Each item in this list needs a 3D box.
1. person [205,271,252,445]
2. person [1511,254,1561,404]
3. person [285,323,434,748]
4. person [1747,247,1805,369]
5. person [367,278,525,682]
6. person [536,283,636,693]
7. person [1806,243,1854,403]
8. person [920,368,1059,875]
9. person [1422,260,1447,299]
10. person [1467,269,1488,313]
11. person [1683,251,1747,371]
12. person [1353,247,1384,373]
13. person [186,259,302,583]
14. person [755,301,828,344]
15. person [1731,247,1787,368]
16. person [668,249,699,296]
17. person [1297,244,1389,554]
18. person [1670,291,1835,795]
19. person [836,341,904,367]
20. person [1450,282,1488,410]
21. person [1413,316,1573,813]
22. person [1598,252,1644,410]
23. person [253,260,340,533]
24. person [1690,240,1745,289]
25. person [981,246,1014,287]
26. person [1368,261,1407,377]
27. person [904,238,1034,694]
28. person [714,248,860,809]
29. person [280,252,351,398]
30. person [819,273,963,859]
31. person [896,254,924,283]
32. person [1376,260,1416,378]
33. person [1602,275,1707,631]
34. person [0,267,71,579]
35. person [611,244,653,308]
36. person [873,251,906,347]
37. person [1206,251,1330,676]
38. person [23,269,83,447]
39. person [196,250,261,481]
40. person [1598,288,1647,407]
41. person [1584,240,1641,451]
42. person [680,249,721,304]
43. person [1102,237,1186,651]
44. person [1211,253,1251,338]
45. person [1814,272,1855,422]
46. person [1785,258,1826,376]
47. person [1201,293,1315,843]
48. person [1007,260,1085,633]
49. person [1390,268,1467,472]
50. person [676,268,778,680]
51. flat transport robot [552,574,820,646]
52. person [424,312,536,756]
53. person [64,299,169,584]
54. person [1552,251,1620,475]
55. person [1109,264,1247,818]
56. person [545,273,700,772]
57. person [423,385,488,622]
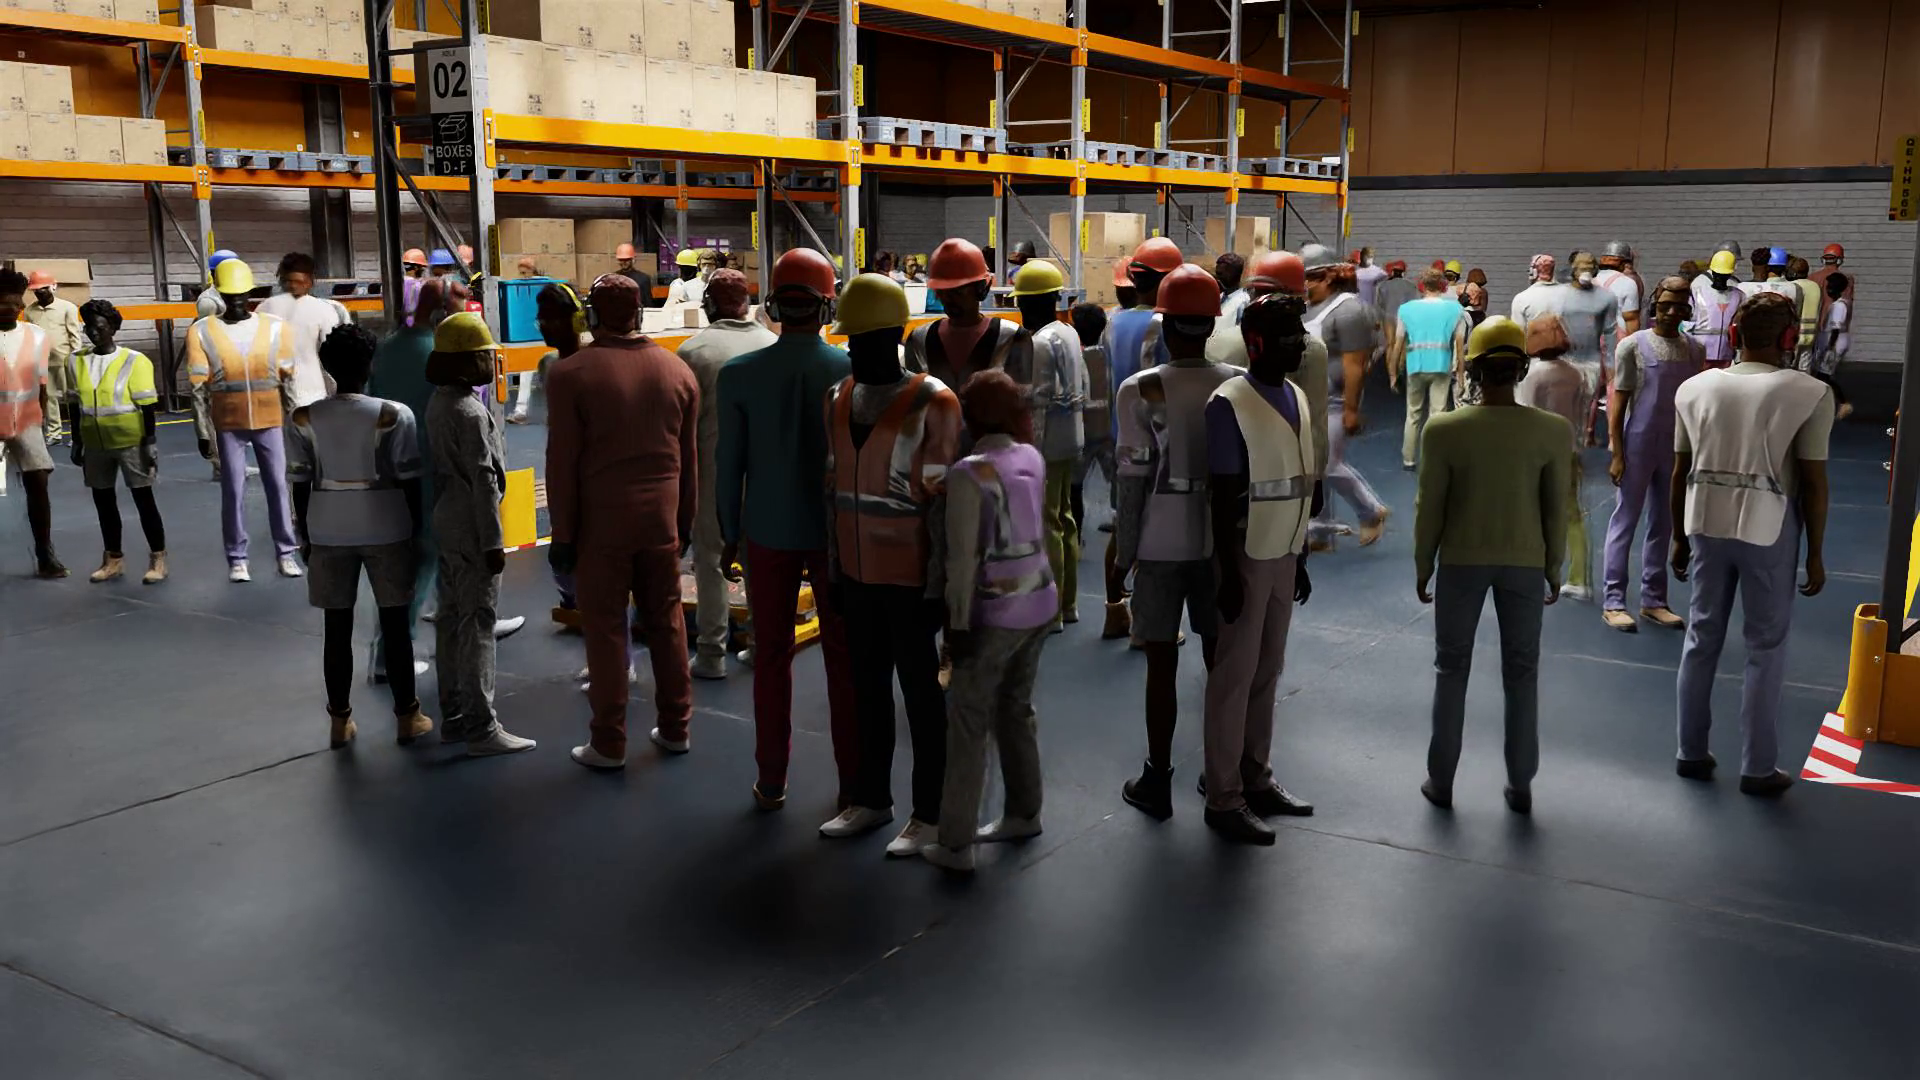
[{"bbox_3d":[-7.203,-1.774,16.307,0.311,1.736,0.484,9,14,42],"label":"person"},{"bbox_3d":[5.049,-1.531,14.529,0.652,1.899,0.400,-2,10,-12],"label":"person"},{"bbox_3d":[-2.387,-0.009,6.633,0.533,1.697,0.319,-1,10,-6],"label":"person"},{"bbox_3d":[7.947,-1.884,16.324,0.604,1.949,0.389,-2,10,-10],"label":"person"},{"bbox_3d":[-2.447,-0.295,7.821,0.724,1.843,0.920,8,13,39],"label":"person"},{"bbox_3d":[-1.662,-0.230,7.484,0.536,1.838,0.526,9,13,40],"label":"person"},{"bbox_3d":[10.798,-2.696,20.734,0.409,1.986,0.622,-7,12,-33],"label":"person"},{"bbox_3d":[0.115,0.252,5.428,0.368,1.607,0.536,7,12,33],"label":"person"},{"bbox_3d":[7.098,-3.270,24.613,0.574,1.727,0.448,-3,11,-19],"label":"person"},{"bbox_3d":[7.054,-2.891,22.773,0.284,1.633,0.501,9,13,40],"label":"person"},{"bbox_3d":[7.039,-1.726,15.537,0.584,1.918,0.381,0,10,-1],"label":"person"},{"bbox_3d":[6.103,-3.498,25.358,0.712,1.916,0.574,1,10,4],"label":"person"},{"bbox_3d":[-4.230,-0.702,9.877,0.596,1.912,0.399,-6,12,-31],"label":"person"},{"bbox_3d":[-1.236,-1.168,12.426,0.594,1.922,0.386,4,11,21],"label":"person"},{"bbox_3d":[7.796,-1.885,16.344,0.385,1.949,0.602,-8,13,-37],"label":"person"},{"bbox_3d":[-3.025,-2.248,18.434,0.398,1.918,0.588,1,10,4],"label":"person"},{"bbox_3d":[2.337,-0.907,10.654,0.654,2.000,0.693,-3,11,-17],"label":"person"},{"bbox_3d":[2.874,0.015,6.114,0.402,1.836,0.565,-9,13,-40],"label":"person"},{"bbox_3d":[-0.562,-0.707,10.536,0.542,1.690,0.320,-4,11,-19],"label":"person"},{"bbox_3d":[4.722,-1.571,15.471,0.516,1.632,0.314,-9,14,-42],"label":"person"},{"bbox_3d":[1.876,0.091,5.914,0.528,1.761,0.339,2,10,12],"label":"person"},{"bbox_3d":[7.859,-2.482,19.795,0.399,1.899,0.635,9,13,40],"label":"person"},{"bbox_3d":[-4.628,-1.018,11.702,0.672,1.896,0.677,2,11,13],"label":"person"},{"bbox_3d":[7.770,-2.053,17.008,0.681,2.000,0.535,-5,11,-26],"label":"person"},{"bbox_3d":[0.342,-2.434,19.323,0.613,1.963,0.362,2,10,11],"label":"person"},{"bbox_3d":[6.408,-3.315,24.894,0.570,1.713,0.738,-7,12,-34],"label":"person"},{"bbox_3d":[0.018,-0.295,7.319,0.612,2.029,0.407,4,11,20],"label":"person"},{"bbox_3d":[-0.552,-0.031,5.928,0.624,1.992,0.390,-1,10,-4],"label":"person"},{"bbox_3d":[-4.599,-1.038,11.646,0.636,1.930,0.830,1,10,3],"label":"person"},{"bbox_3d":[-0.254,0.087,5.502,0.580,1.918,0.391,9,14,41],"label":"person"},{"bbox_3d":[-0.651,-2.716,21.224,0.516,1.843,0.327,-9,13,-40],"label":"person"},{"bbox_3d":[6.471,-3.282,24.691,0.573,1.711,0.821,3,11,16],"label":"person"},{"bbox_3d":[3.617,-0.444,8.641,0.506,1.842,0.348,-2,10,-12],"label":"person"},{"bbox_3d":[-5.894,-0.727,10.150,1.142,1.882,0.634,8,13,39],"label":"person"},{"bbox_3d":[-4.274,-2.772,21.198,0.632,1.957,0.885,3,11,15],"label":"person"},{"bbox_3d":[-0.791,-2.099,17.643,0.598,1.908,0.410,-9,13,-40],"label":"person"},{"bbox_3d":[1.401,-0.327,7.627,0.660,1.970,0.453,7,12,33],"label":"person"},{"bbox_3d":[-8.883,-1.772,16.277,0.572,1.742,0.350,0,10,2],"label":"person"},{"bbox_3d":[-6.189,-1.469,14.051,0.416,1.940,0.607,0,10,-1],"label":"person"},{"bbox_3d":[8.009,-2.552,20.335,0.829,1.851,0.668,-5,11,-25],"label":"person"},{"bbox_3d":[6.306,-1.889,16.097,0.537,2.000,0.679,-6,12,-32],"label":"person"},{"bbox_3d":[-2.516,-1.963,16.834,0.635,1.932,0.363,1,10,8],"label":"person"},{"bbox_3d":[0.958,-0.478,8.308,0.412,2.036,0.607,-5,12,-28],"label":"person"},{"bbox_3d":[2.166,-1.322,13.291,0.380,1.918,0.596,-2,10,-11],"label":"person"},{"bbox_3d":[9.613,-2.096,18.271,0.498,1.675,0.571,3,11,18],"label":"person"},{"bbox_3d":[9.014,-2.126,18.000,0.629,1.837,0.430,-4,11,-19],"label":"person"},{"bbox_3d":[1.020,0.081,5.721,0.390,1.846,0.564,7,13,35],"label":"person"},{"bbox_3d":[0.435,-0.476,8.610,0.397,1.919,0.587,4,11,20],"label":"person"},{"bbox_3d":[4.016,-1.434,14.273,0.614,1.812,0.656,3,11,14],"label":"person"},{"bbox_3d":[-1.063,-0.303,7.723,0.658,1.894,0.400,-9,14,-42],"label":"person"},{"bbox_3d":[-1.346,0.338,8.660,1.431,0.197,0.652,5,11,25],"label":"flat transport robot"},{"bbox_3d":[-1.926,-0.022,6.578,0.294,1.744,0.486,-8,13,-37],"label":"person"},{"bbox_3d":[-4.972,-0.572,9.785,0.540,1.688,0.321,1,10,5],"label":"person"},{"bbox_3d":[5.342,-1.515,14.333,0.642,1.925,0.438,1,10,5],"label":"person"},{"bbox_3d":[0.785,0.011,5.850,0.543,1.939,0.360,-2,11,-13],"label":"person"},{"bbox_3d":[-1.311,-0.073,6.443,0.650,1.899,0.394,-9,14,-41],"label":"person"},{"bbox_3d":[-2.678,-0.379,8.872,0.312,1.632,0.526,3,11,17],"label":"person"}]
